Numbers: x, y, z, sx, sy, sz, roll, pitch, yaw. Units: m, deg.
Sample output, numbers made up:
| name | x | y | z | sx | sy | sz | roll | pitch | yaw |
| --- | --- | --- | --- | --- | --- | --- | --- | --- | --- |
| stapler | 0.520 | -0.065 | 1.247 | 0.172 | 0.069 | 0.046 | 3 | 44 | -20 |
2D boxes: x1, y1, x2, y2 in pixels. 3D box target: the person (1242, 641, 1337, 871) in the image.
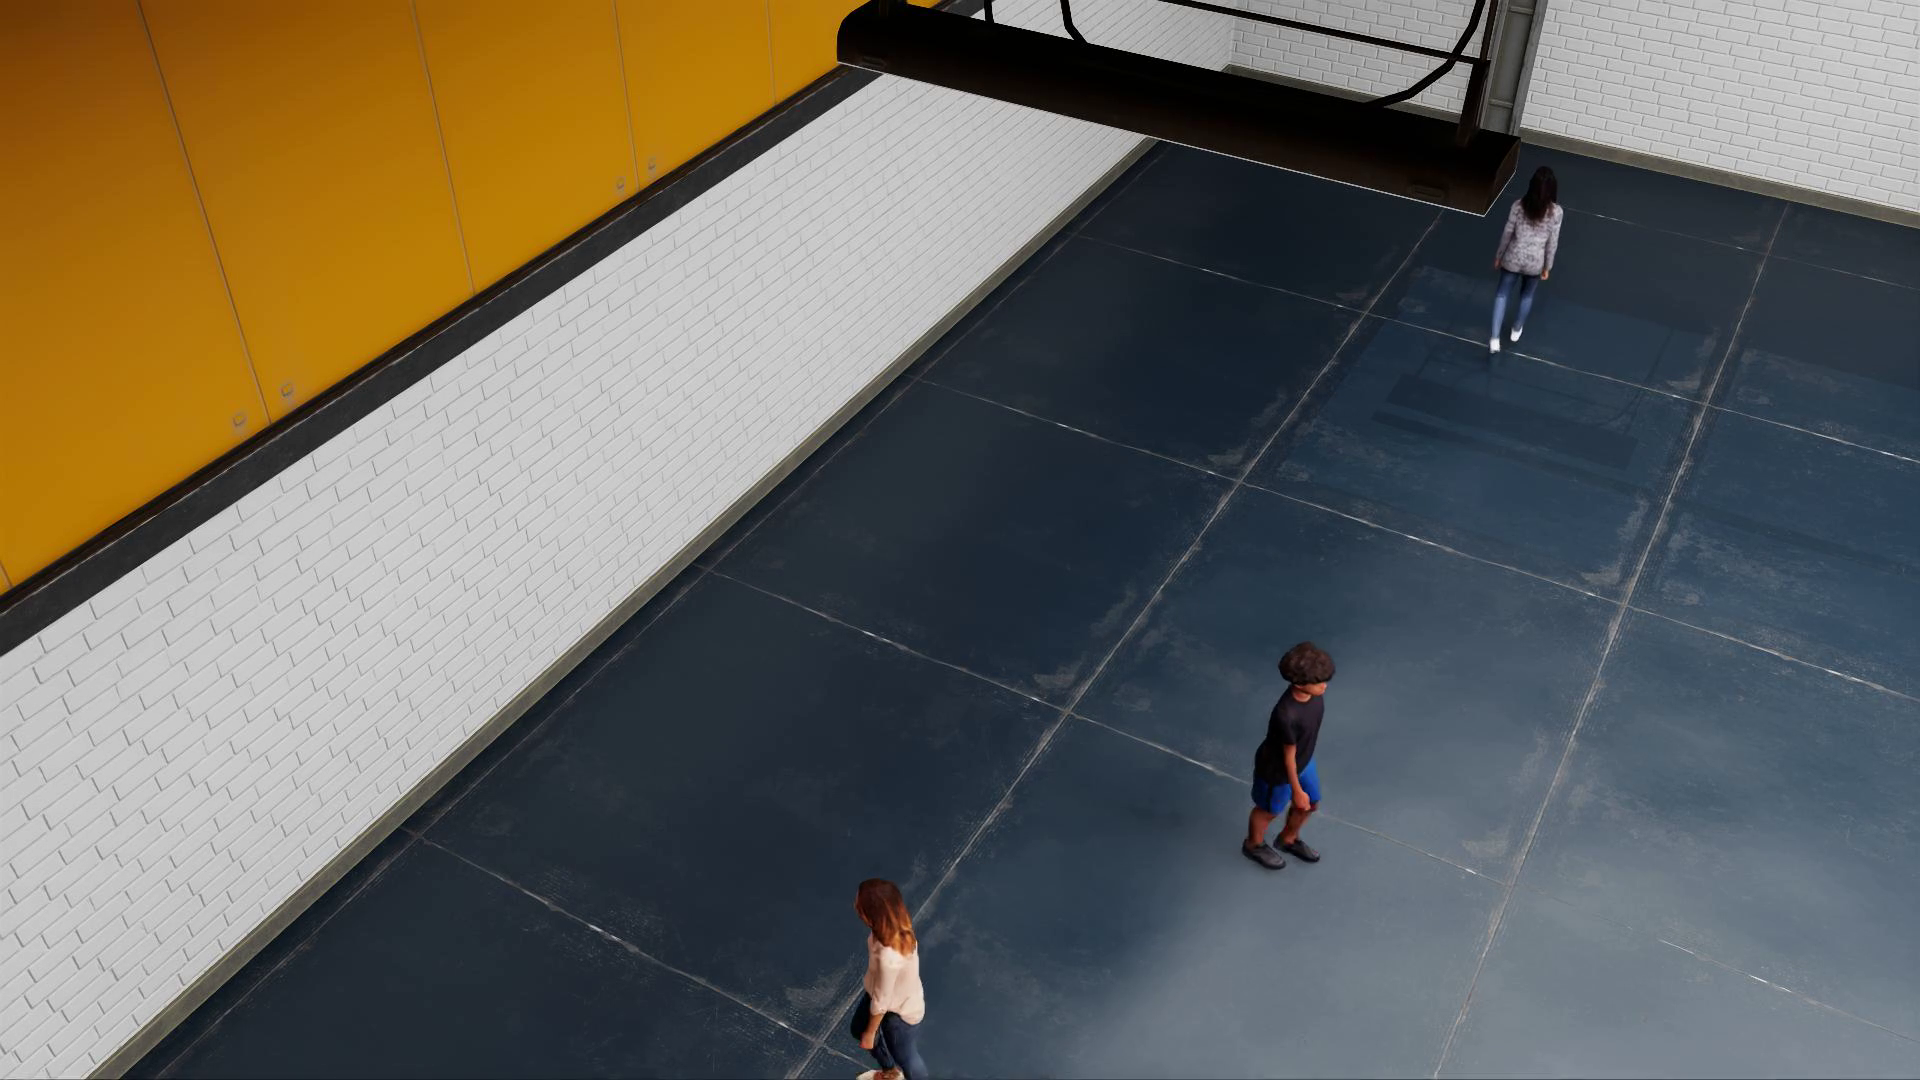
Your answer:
| name | x | y | z | sx | sy | sz | roll | pitch | yaw |
| --- | --- | --- | --- | --- | --- | --- | --- | --- | --- |
| person | 1.810 | 1.249 | 9.659 | 0.706 | 1.779 | 0.645 | 24 | 44 | 27 |

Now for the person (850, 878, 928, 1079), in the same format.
| name | x | y | z | sx | sy | sz | roll | pitch | yaw |
| --- | --- | --- | --- | --- | --- | --- | --- | --- | --- |
| person | -0.230 | 2.317 | 8.325 | 0.789 | 1.774 | 0.739 | -5 | 39 | -6 |

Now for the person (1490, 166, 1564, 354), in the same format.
| name | x | y | z | sx | sy | sz | roll | pitch | yaw |
| --- | --- | --- | --- | --- | --- | --- | --- | --- | --- |
| person | 4.804 | -2.356 | 14.222 | 0.939 | 1.717 | 0.767 | 14 | 41 | 17 |
